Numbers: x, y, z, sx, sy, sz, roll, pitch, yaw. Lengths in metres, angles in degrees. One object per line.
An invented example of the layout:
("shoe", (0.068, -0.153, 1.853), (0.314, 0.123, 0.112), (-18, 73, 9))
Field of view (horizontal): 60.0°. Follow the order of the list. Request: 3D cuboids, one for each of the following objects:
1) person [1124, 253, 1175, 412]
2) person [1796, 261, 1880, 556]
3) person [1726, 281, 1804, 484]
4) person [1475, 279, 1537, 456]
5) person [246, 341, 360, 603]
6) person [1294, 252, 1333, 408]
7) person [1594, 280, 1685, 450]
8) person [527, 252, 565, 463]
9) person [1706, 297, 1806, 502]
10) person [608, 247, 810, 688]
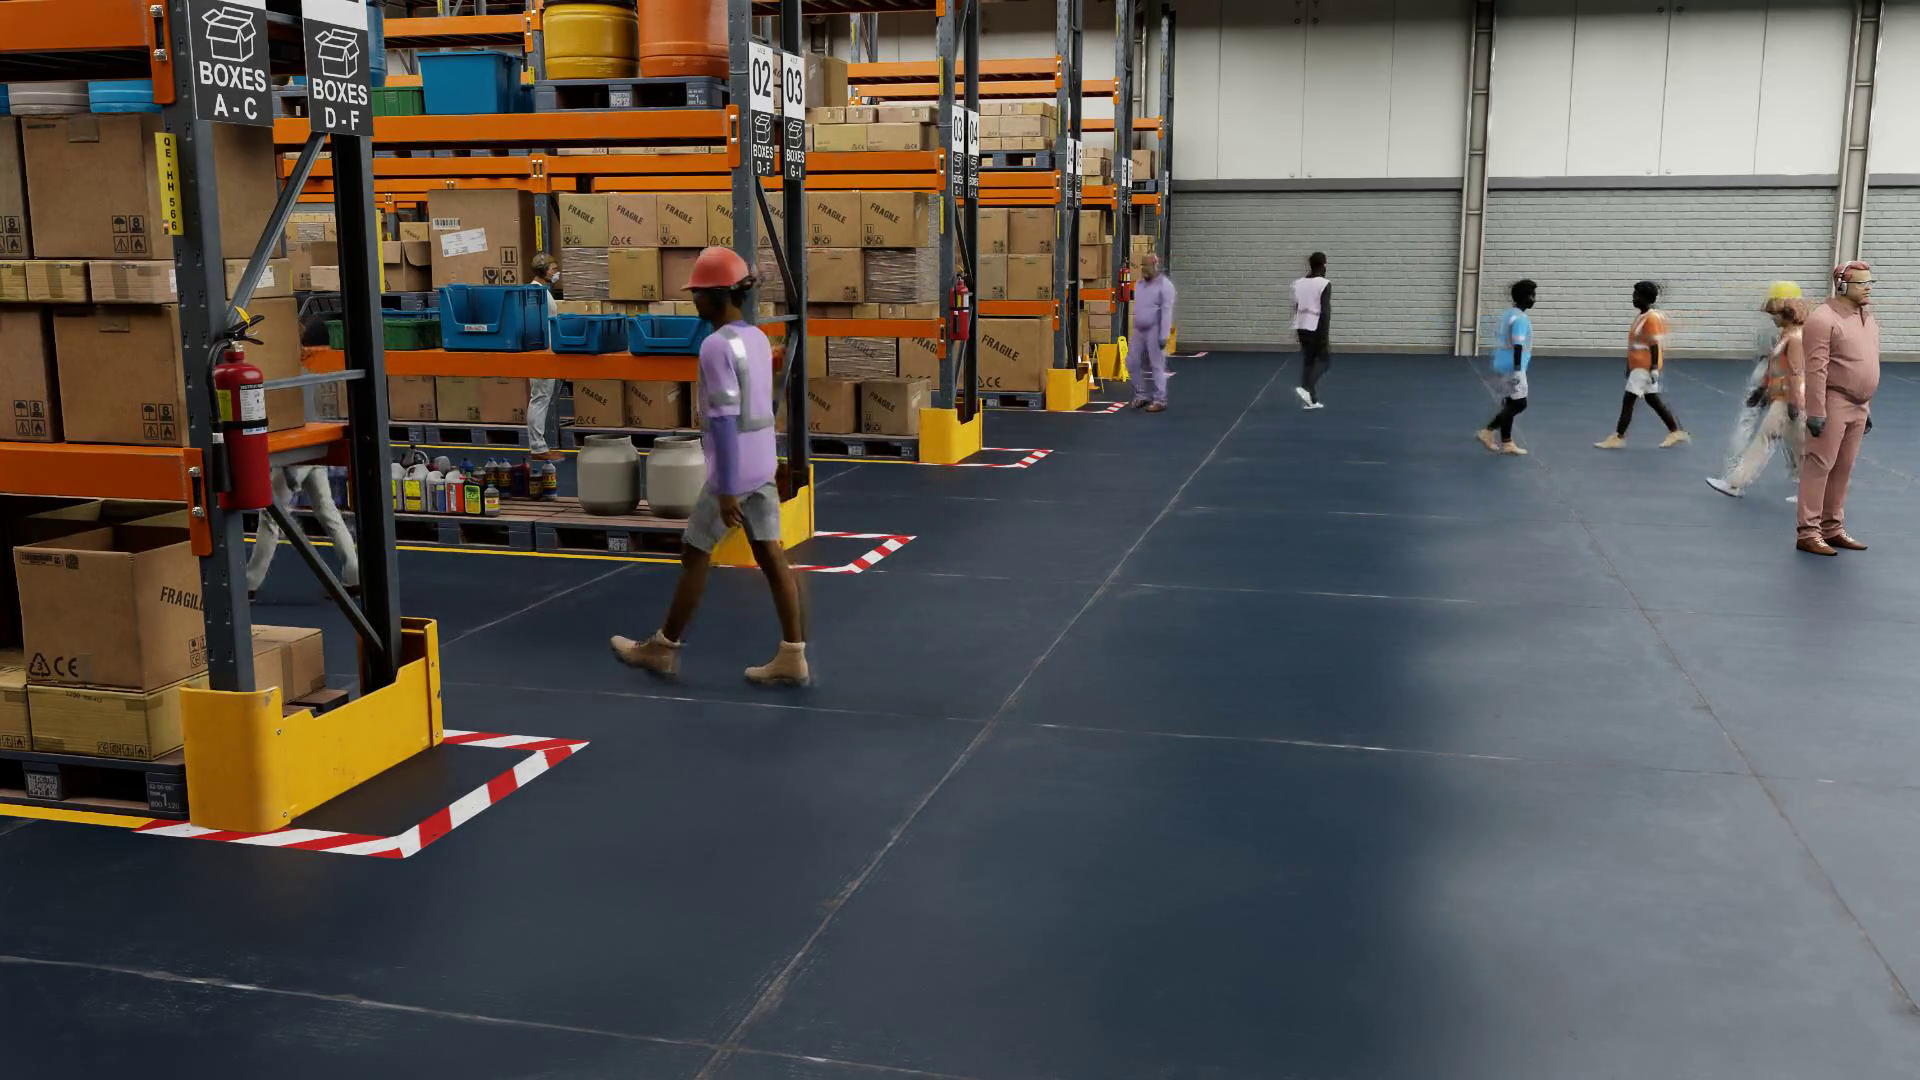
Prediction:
("person", (2.222, -2.450, 19.731), (0.603, 1.883, 0.675), (-8, 13, -37))
("person", (5.766, -0.860, 10.874), (0.641, 1.908, 0.407), (-7, 12, -33))
("person", (6.848, -1.306, 13.914), (0.895, 1.694, 0.506), (-3, 11, -15))
("person", (5.167, -1.612, 15.660), (0.432, 1.676, 0.559), (1, 10, 5))
("person", (-3.774, -0.426, 9.346), (0.842, 1.588, 0.509), (1, 10, 5))
("person", (4.258, -2.527, 20.130), (0.467, 1.902, 0.587), (-7, 12, -34))
("person", (6.710, -1.698, 16.214), (0.867, 1.658, 0.541), (2, 10, 9))
("person", (-3.853, -1.674, 15.342), (0.375, 1.931, 0.625), (-3, 11, -15))
("person", (6.352, -1.085, 12.984), (0.863, 1.592, 0.512), (5, 11, 24))
("person", (-1.137, -0.318, 7.595), (1.015, 1.998, 0.640), (3, 11, 17))
